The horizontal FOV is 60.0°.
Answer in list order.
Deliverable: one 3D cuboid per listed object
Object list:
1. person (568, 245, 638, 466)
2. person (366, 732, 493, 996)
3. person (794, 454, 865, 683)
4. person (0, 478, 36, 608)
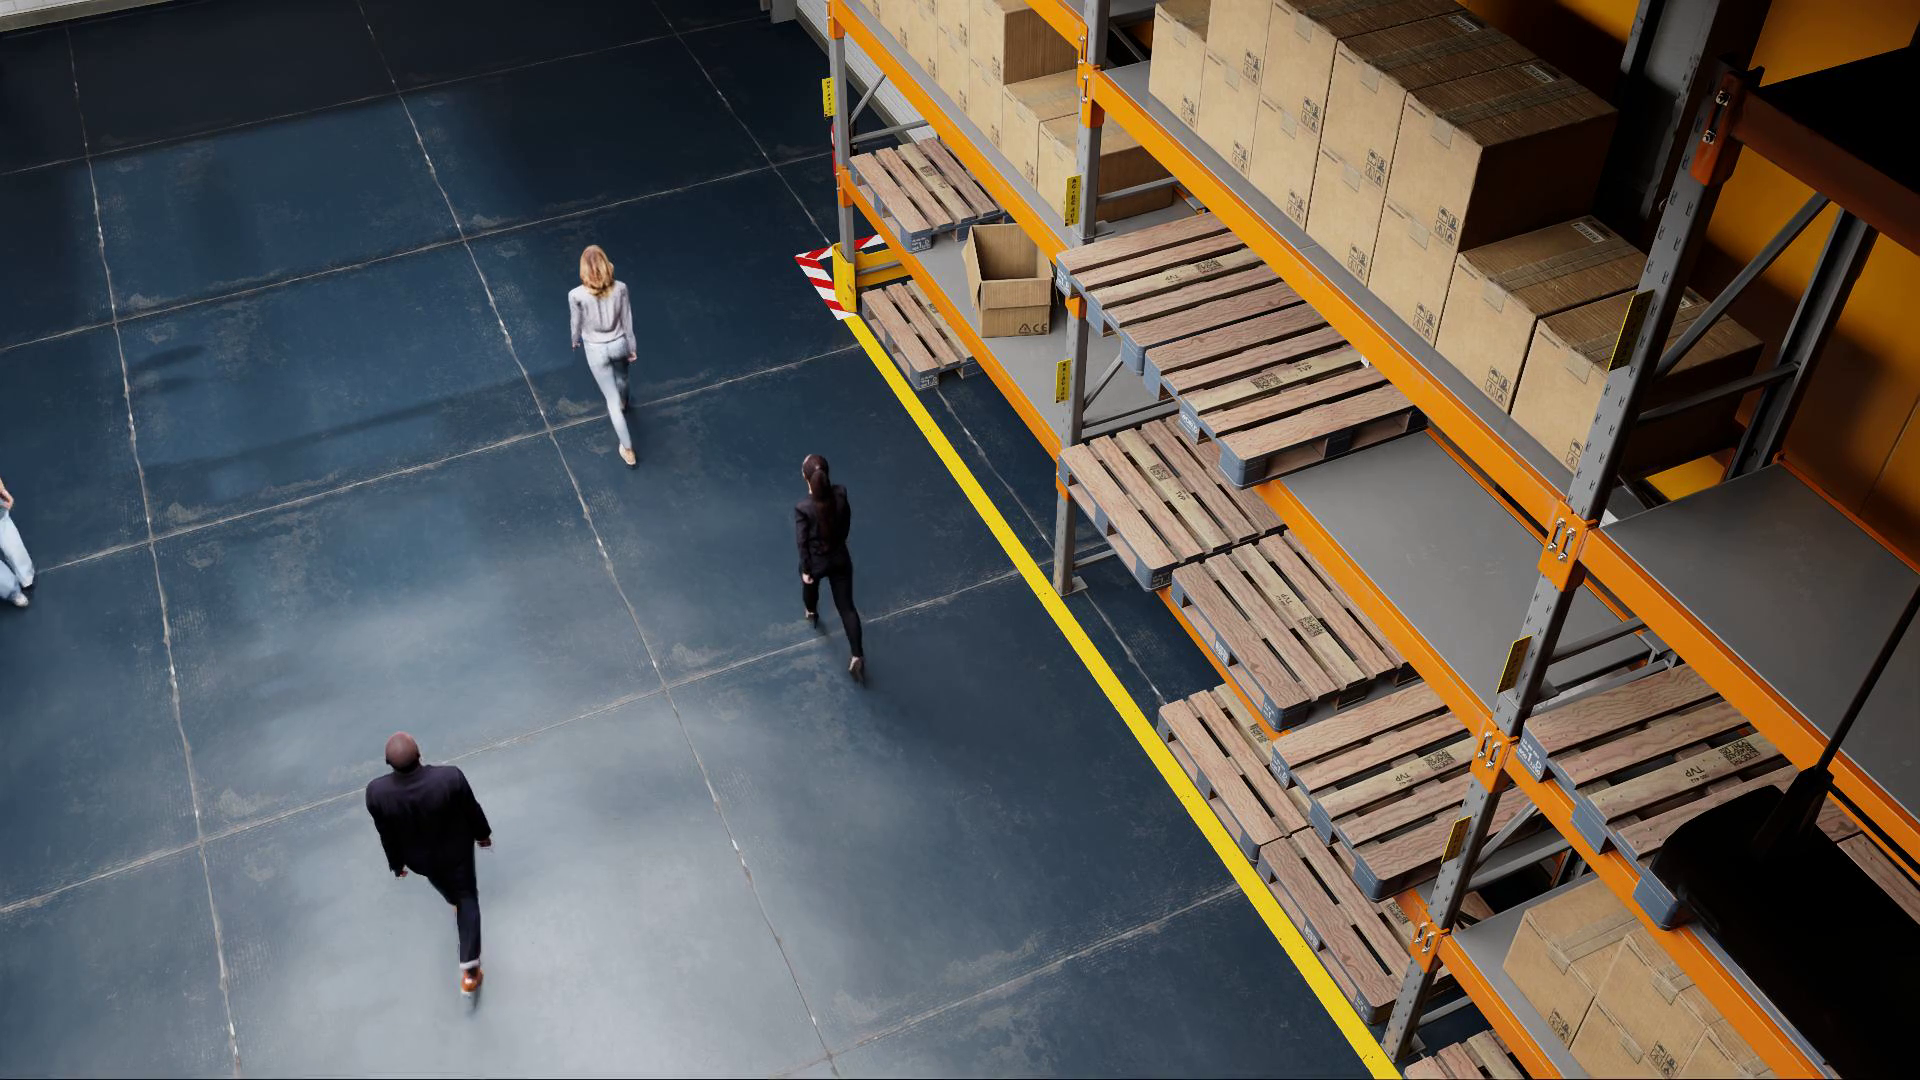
[{"bbox_3d":[-2.616,-1.336,12.428,0.648,1.750,1.132,-16,46,-16],"label":"person"},{"bbox_3d":[-2.867,1.770,9.140,0.918,1.789,1.248,-6,44,-7],"label":"person"},{"bbox_3d":[-0.831,0.204,10.874,0.646,1.664,1.068,-22,48,-22],"label":"person"},{"bbox_3d":[-6.665,-0.232,11.197,0.779,1.850,0.764,-34,53,-31],"label":"person"}]
